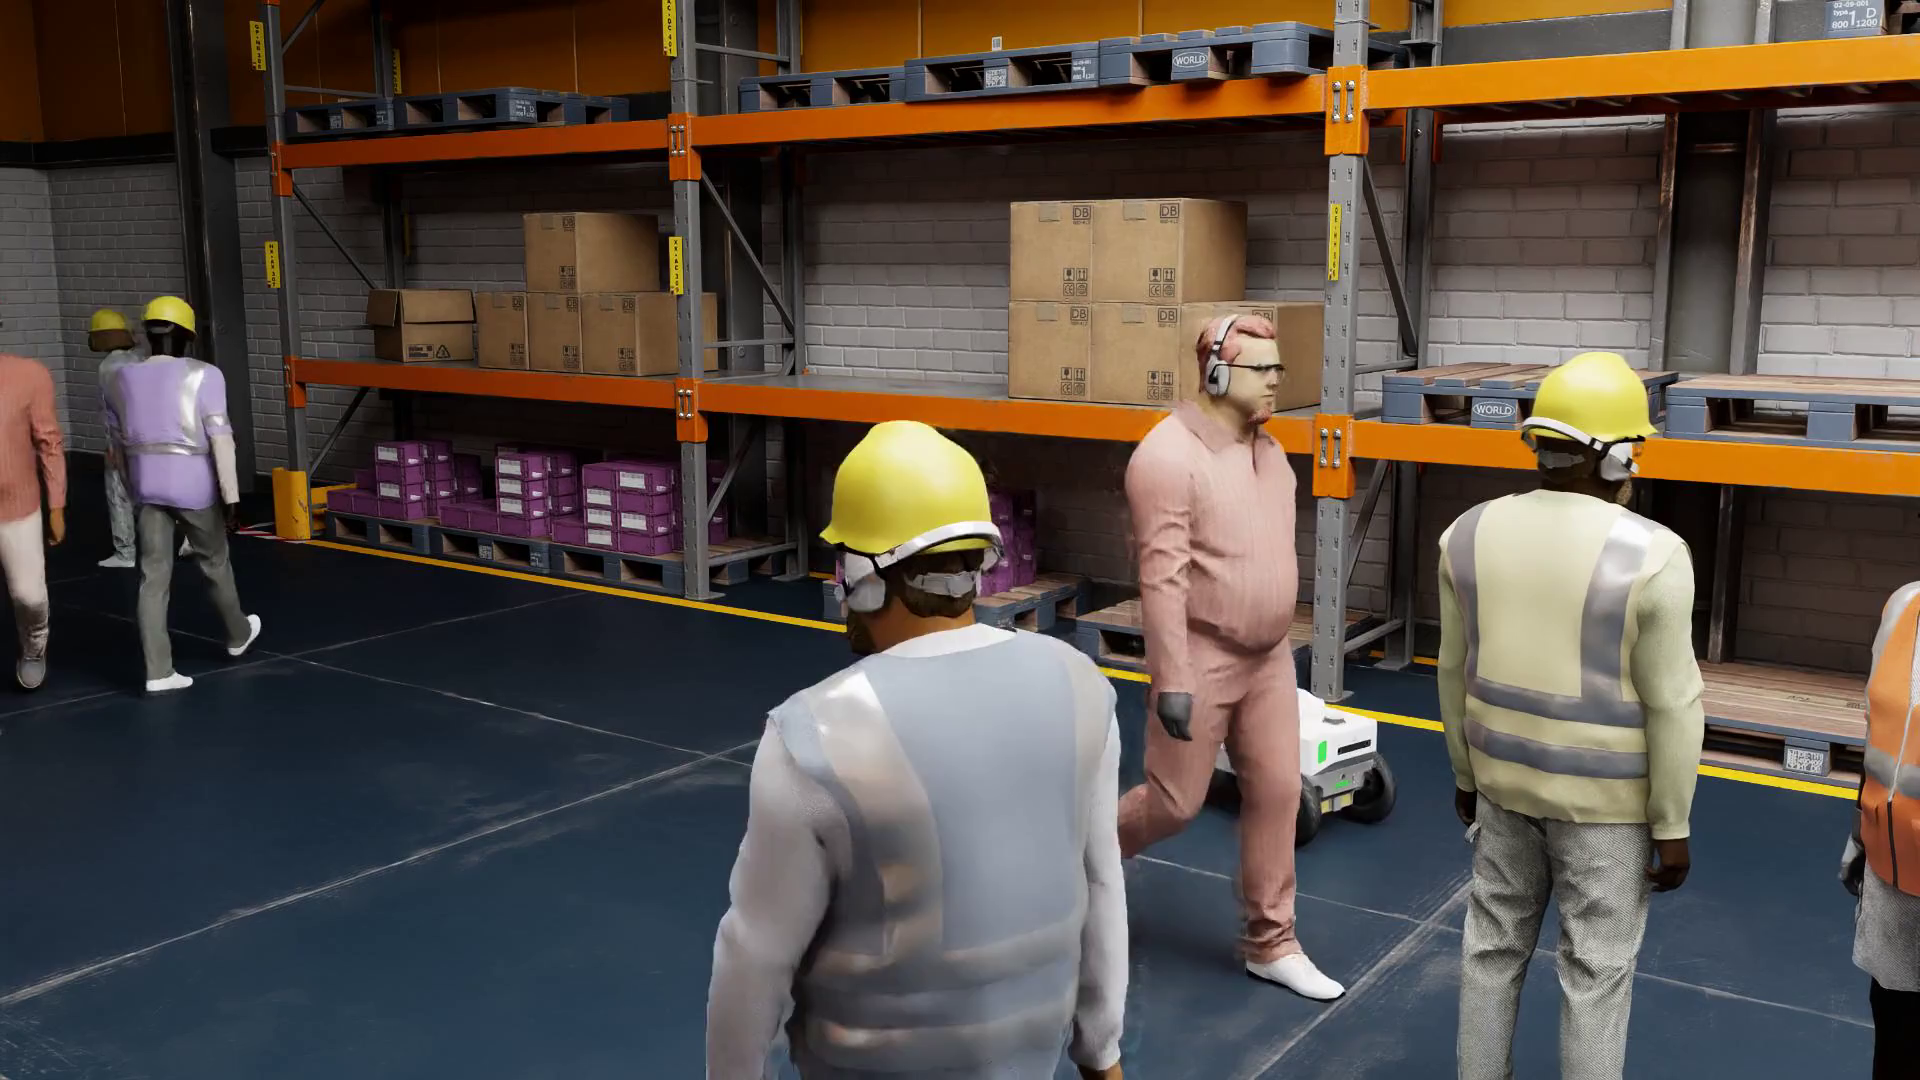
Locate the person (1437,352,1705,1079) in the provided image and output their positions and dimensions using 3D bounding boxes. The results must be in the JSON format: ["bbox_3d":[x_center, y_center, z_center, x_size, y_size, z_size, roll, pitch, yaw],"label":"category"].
[{"bbox_3d":[1.308,0.517,3.578,0.404,1.833,0.590,-8,12,-38],"label":"person"}]

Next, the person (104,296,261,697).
[{"bbox_3d":[-3.721,-0.234,8.009,0.660,1.844,1.010,0,10,-1],"label":"person"}]

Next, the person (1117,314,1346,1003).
[{"bbox_3d":[0.676,0.312,4.643,0.642,1.881,0.817,-8,13,-41],"label":"person"}]

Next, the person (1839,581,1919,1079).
[{"bbox_3d":[1.917,0.647,3.208,0.319,1.697,0.533,-2,10,-13],"label":"person"}]

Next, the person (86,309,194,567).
[{"bbox_3d":[-5.394,-0.665,10.968,0.630,1.712,0.528,0,10,3],"label":"person"}]

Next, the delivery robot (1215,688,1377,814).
[{"bbox_3d":[1.143,0.699,6.015,0.477,0.478,0.707,-8,12,-38],"label":"delivery robot"}]

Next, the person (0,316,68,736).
[{"bbox_3d":[-4.249,-0.170,7.284,0.617,1.975,0.788,-5,11,-28],"label":"person"}]

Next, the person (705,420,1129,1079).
[{"bbox_3d":[-0.123,0.720,2.480,0.626,1.788,0.889,-8,12,-40],"label":"person"}]
